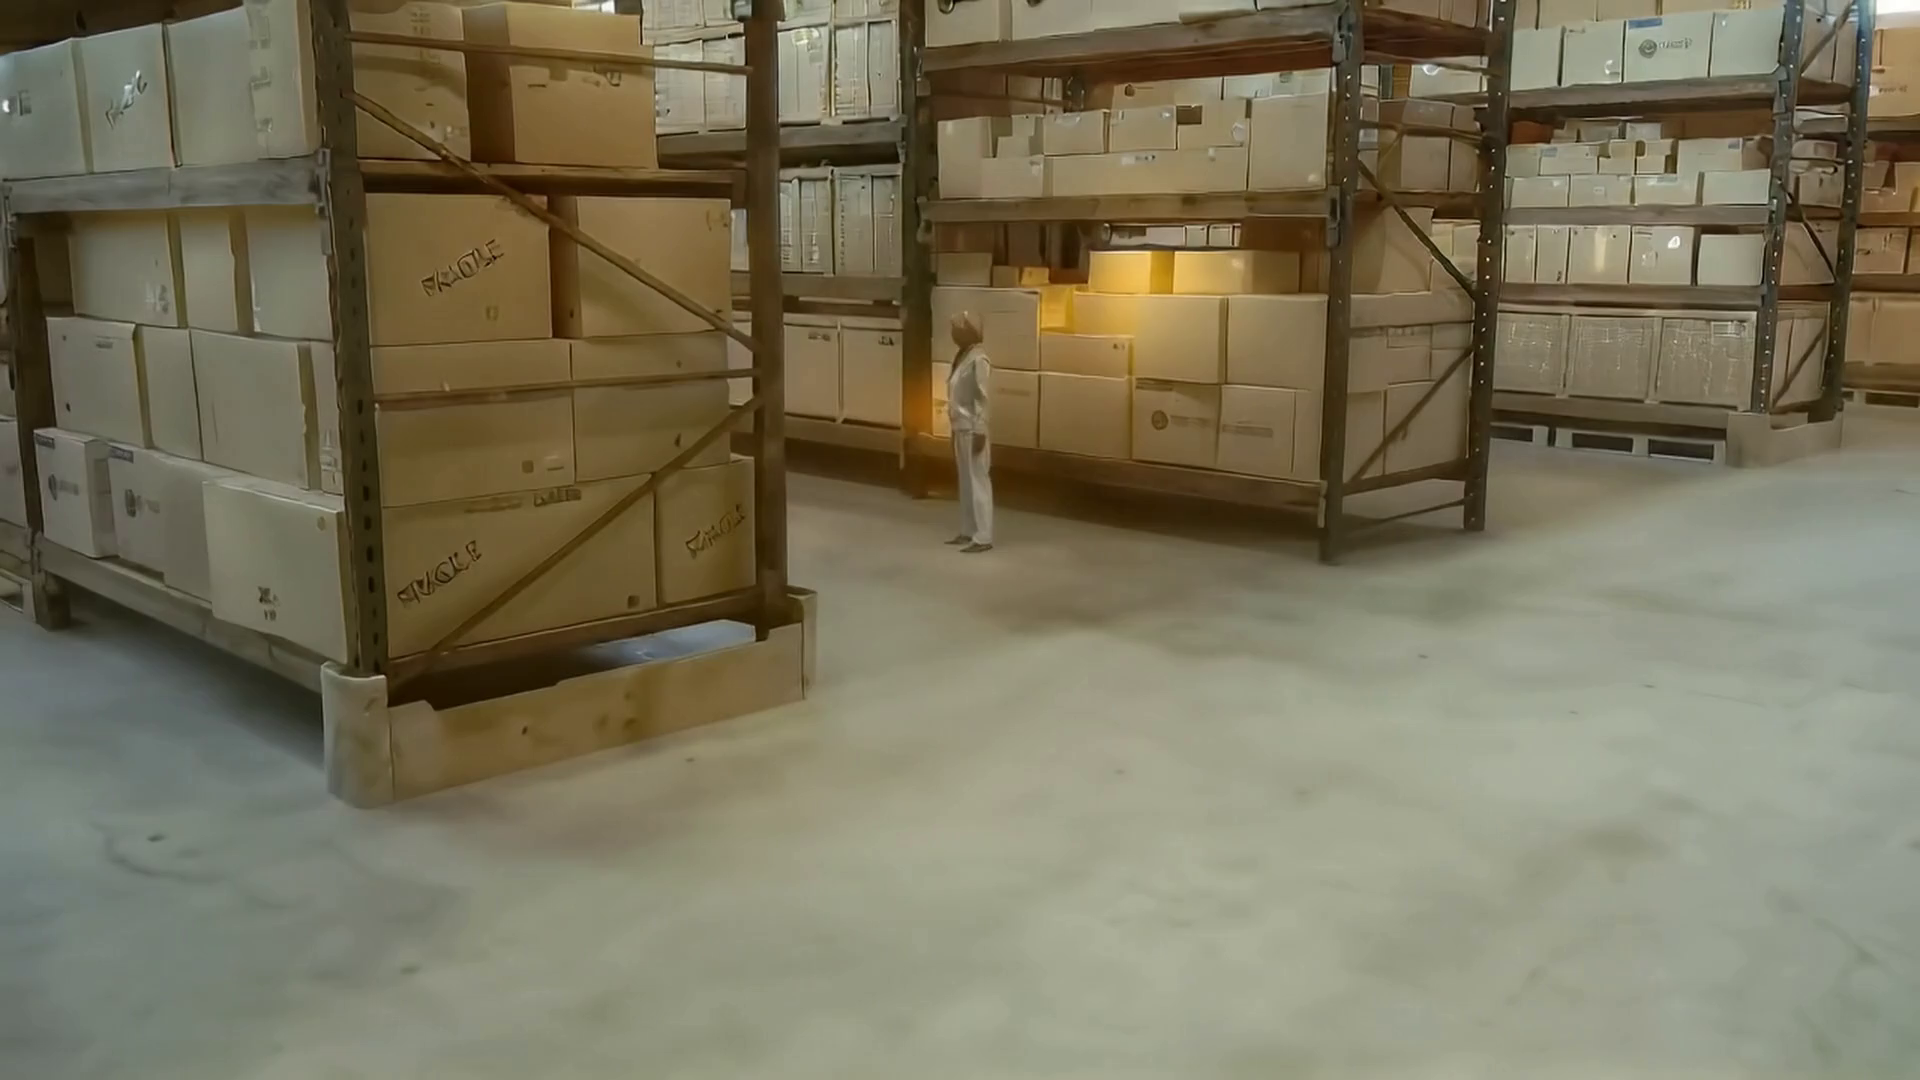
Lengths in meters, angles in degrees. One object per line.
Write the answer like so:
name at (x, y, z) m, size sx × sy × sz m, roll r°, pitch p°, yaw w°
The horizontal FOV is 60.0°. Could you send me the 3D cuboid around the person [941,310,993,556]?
person at (0.064, -0.715, 11.146) m, size 0.314 × 1.636 × 0.516 m, roll -4°, pitch 11°, yaw -20°
